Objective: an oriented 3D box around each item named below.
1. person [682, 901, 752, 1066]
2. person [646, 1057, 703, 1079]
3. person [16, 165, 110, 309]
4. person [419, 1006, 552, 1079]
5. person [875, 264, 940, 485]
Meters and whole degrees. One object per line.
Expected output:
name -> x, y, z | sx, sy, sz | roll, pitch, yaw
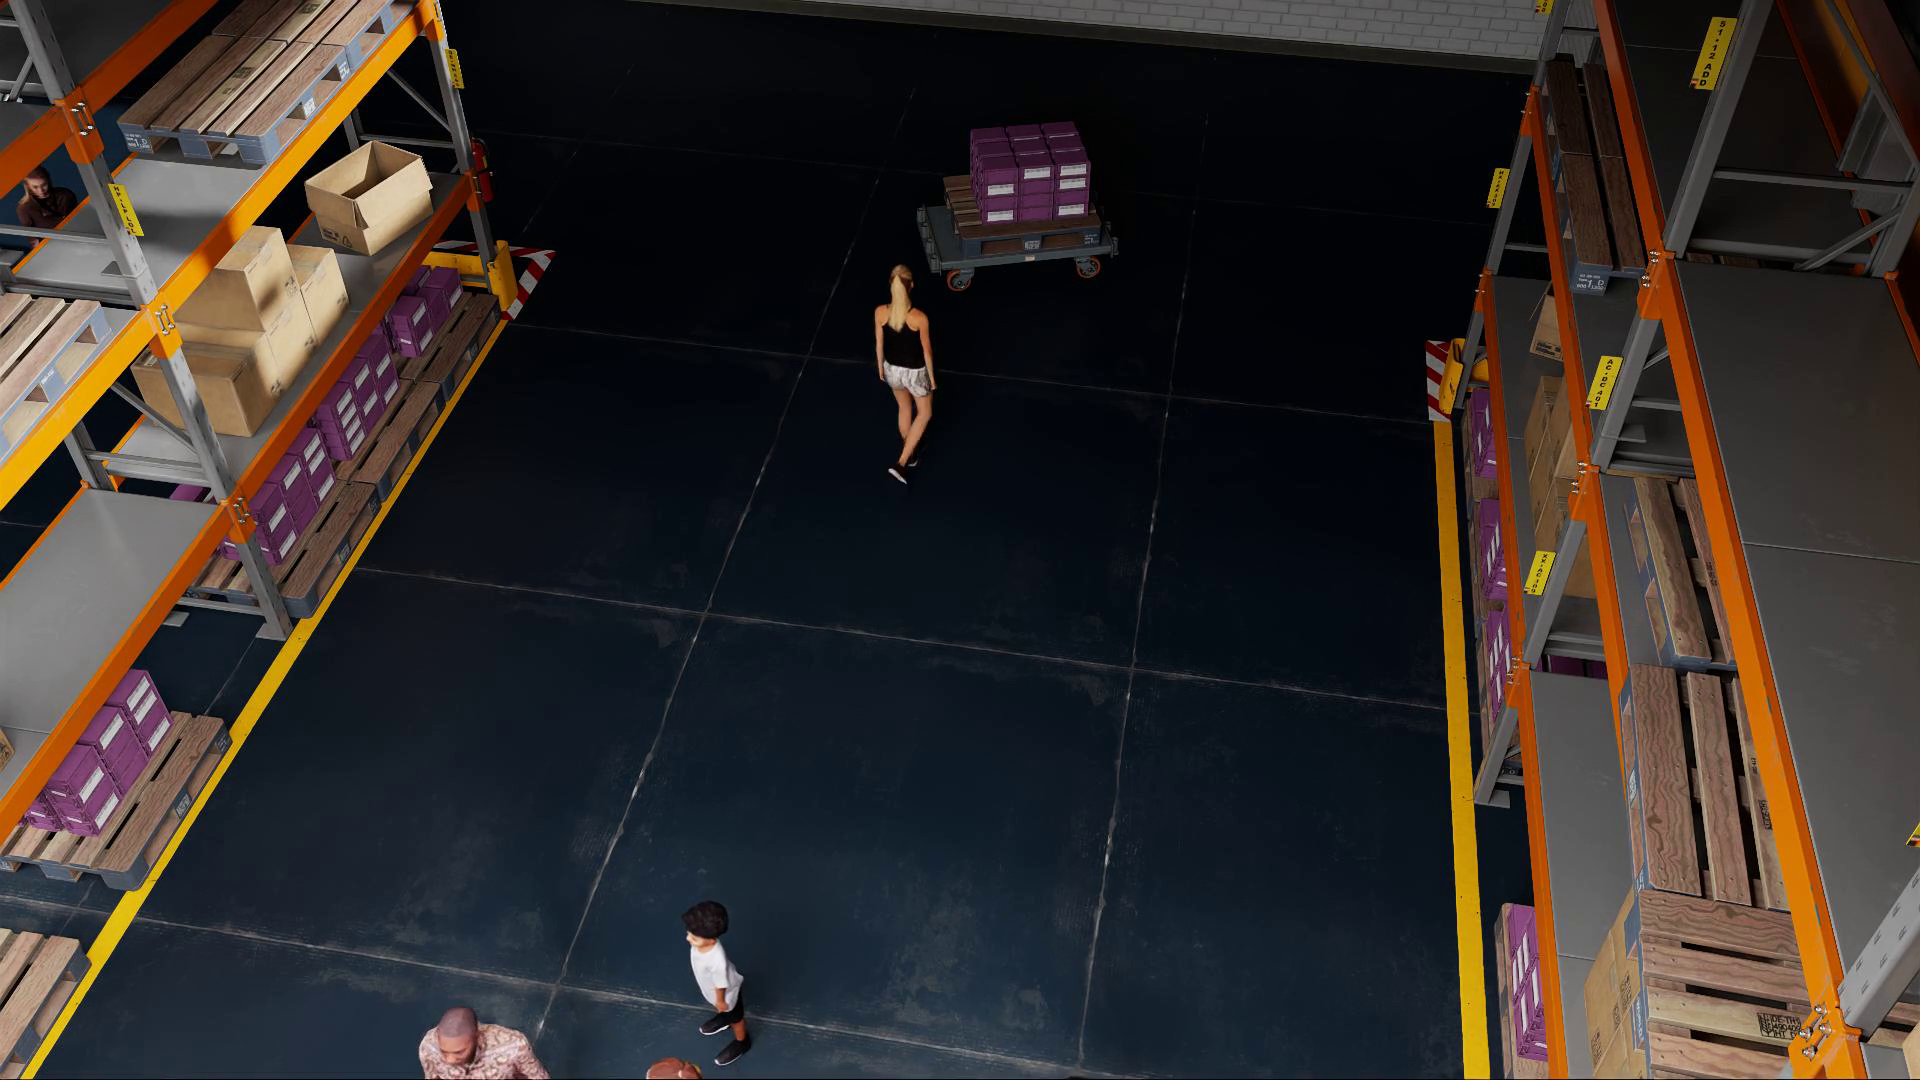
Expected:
person -> -1.279, 2.322, 8.842 | 0.620, 1.256, 0.546 | -20, 47, -20
person -> -1.253, 2.909, 7.869 | 0.647, 1.748, 0.501 | 5, 44, 5
person -> -7.158, -2.283, 13.352 | 0.653, 1.703, 0.740 | -32, 52, -29
person -> -2.236, 2.667, 8.117 | 0.704, 1.756, 1.191 | 5, 44, 5
person -> -0.404, -1.184, 12.104 | 0.721, 1.833, 0.972 | 14, 45, 15
